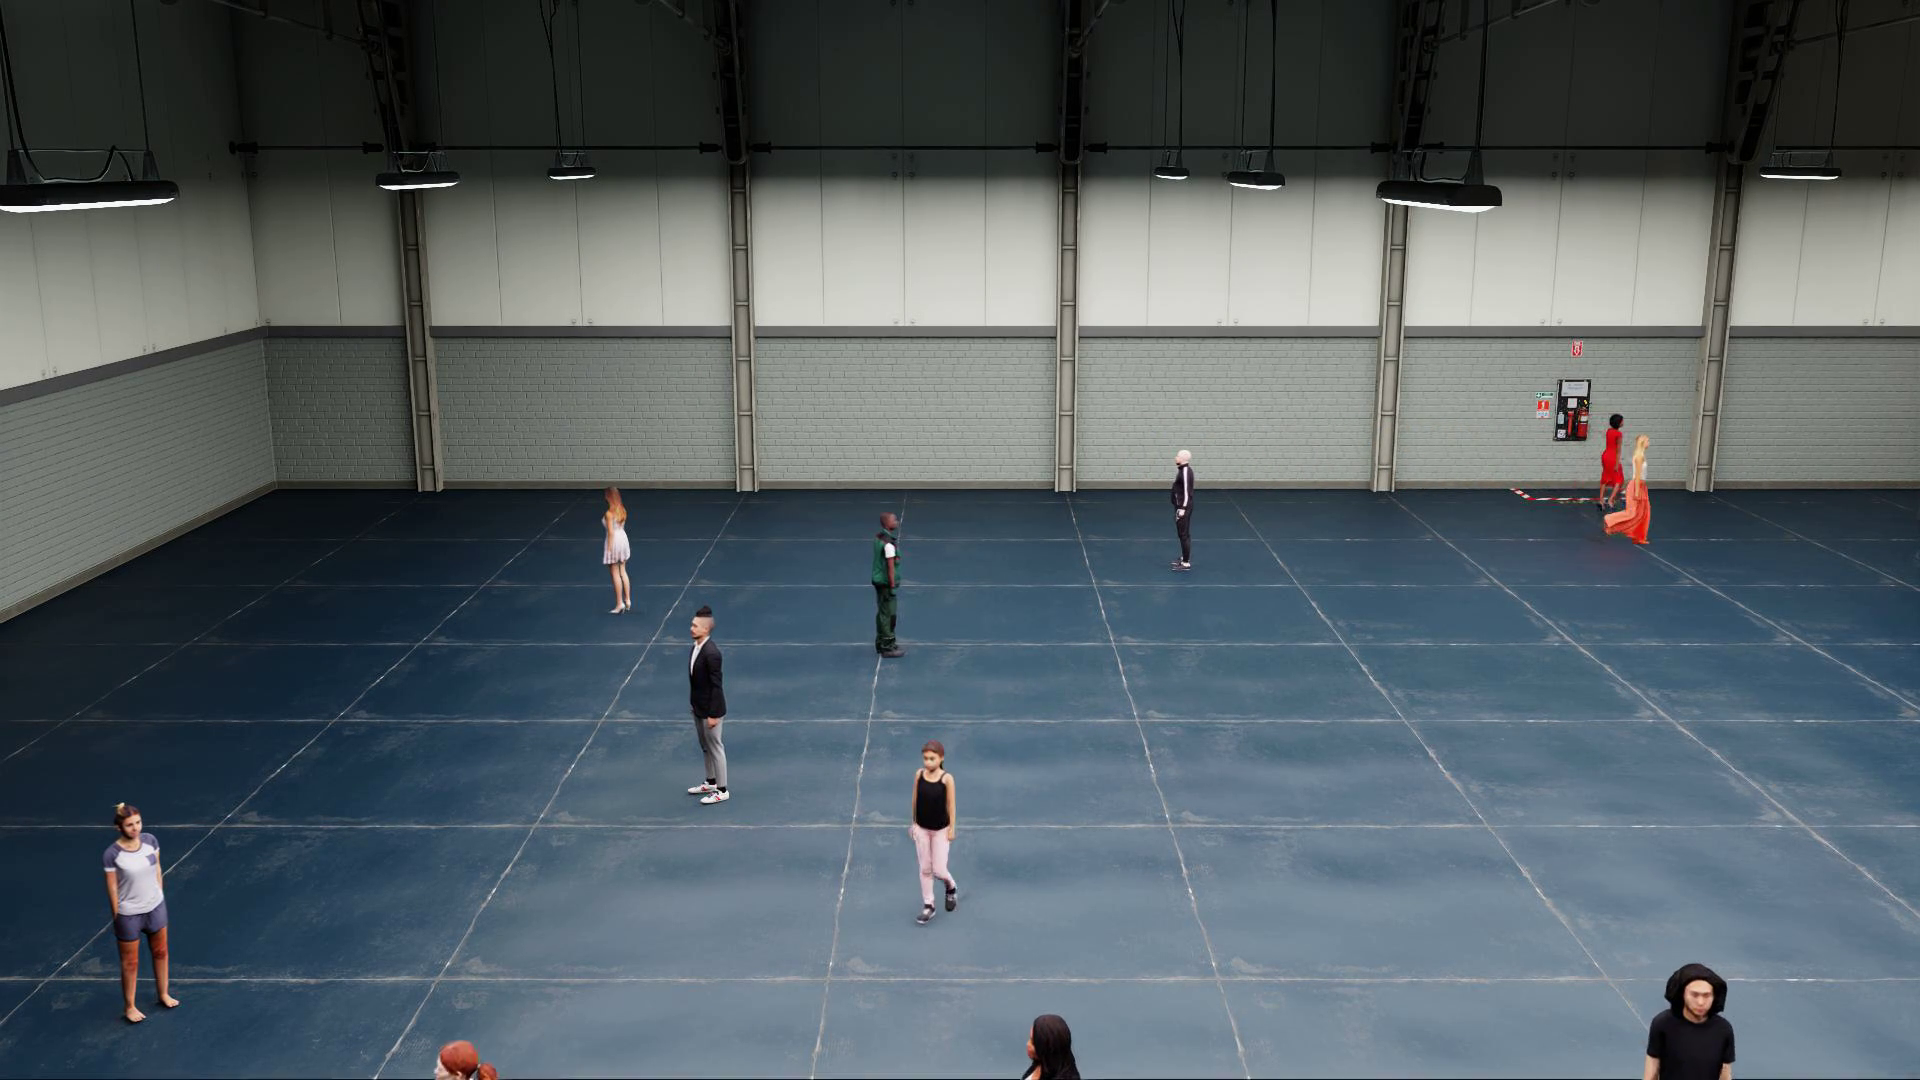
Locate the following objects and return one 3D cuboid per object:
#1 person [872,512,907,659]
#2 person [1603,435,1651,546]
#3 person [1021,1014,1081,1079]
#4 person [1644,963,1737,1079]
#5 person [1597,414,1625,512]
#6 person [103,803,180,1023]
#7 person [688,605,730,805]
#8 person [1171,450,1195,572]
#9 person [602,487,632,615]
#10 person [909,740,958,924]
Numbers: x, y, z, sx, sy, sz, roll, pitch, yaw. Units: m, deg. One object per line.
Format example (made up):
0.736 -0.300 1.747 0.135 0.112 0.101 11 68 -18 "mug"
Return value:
-0.921 0.546 20.922 0.721 1.838 0.754 -4 14 -17 "person"
10.834 -0.803 26.867 1.075 1.785 0.916 7 15 28 "person"
0.582 3.378 9.217 0.960 1.601 0.792 -4 14 -15 "person"
4.093 3.214 9.451 0.896 1.814 0.787 2 13 10 "person"
11.423 -1.358 29.376 0.713 1.733 0.677 -4 14 -17 "person"
-5.989 2.694 12.129 0.664 1.620 0.637 8 16 32 "person"
-2.450 1.586 16.184 0.785 1.950 0.799 -8 15 -29 "person"
3.410 -0.467 25.297 0.621 1.837 0.707 2 13 8 "person"
-4.718 0.135 22.850 0.686 1.768 0.653 5 14 22 "person"
-0.201 2.364 13.702 0.710 1.553 0.721 6 14 23 "person"
